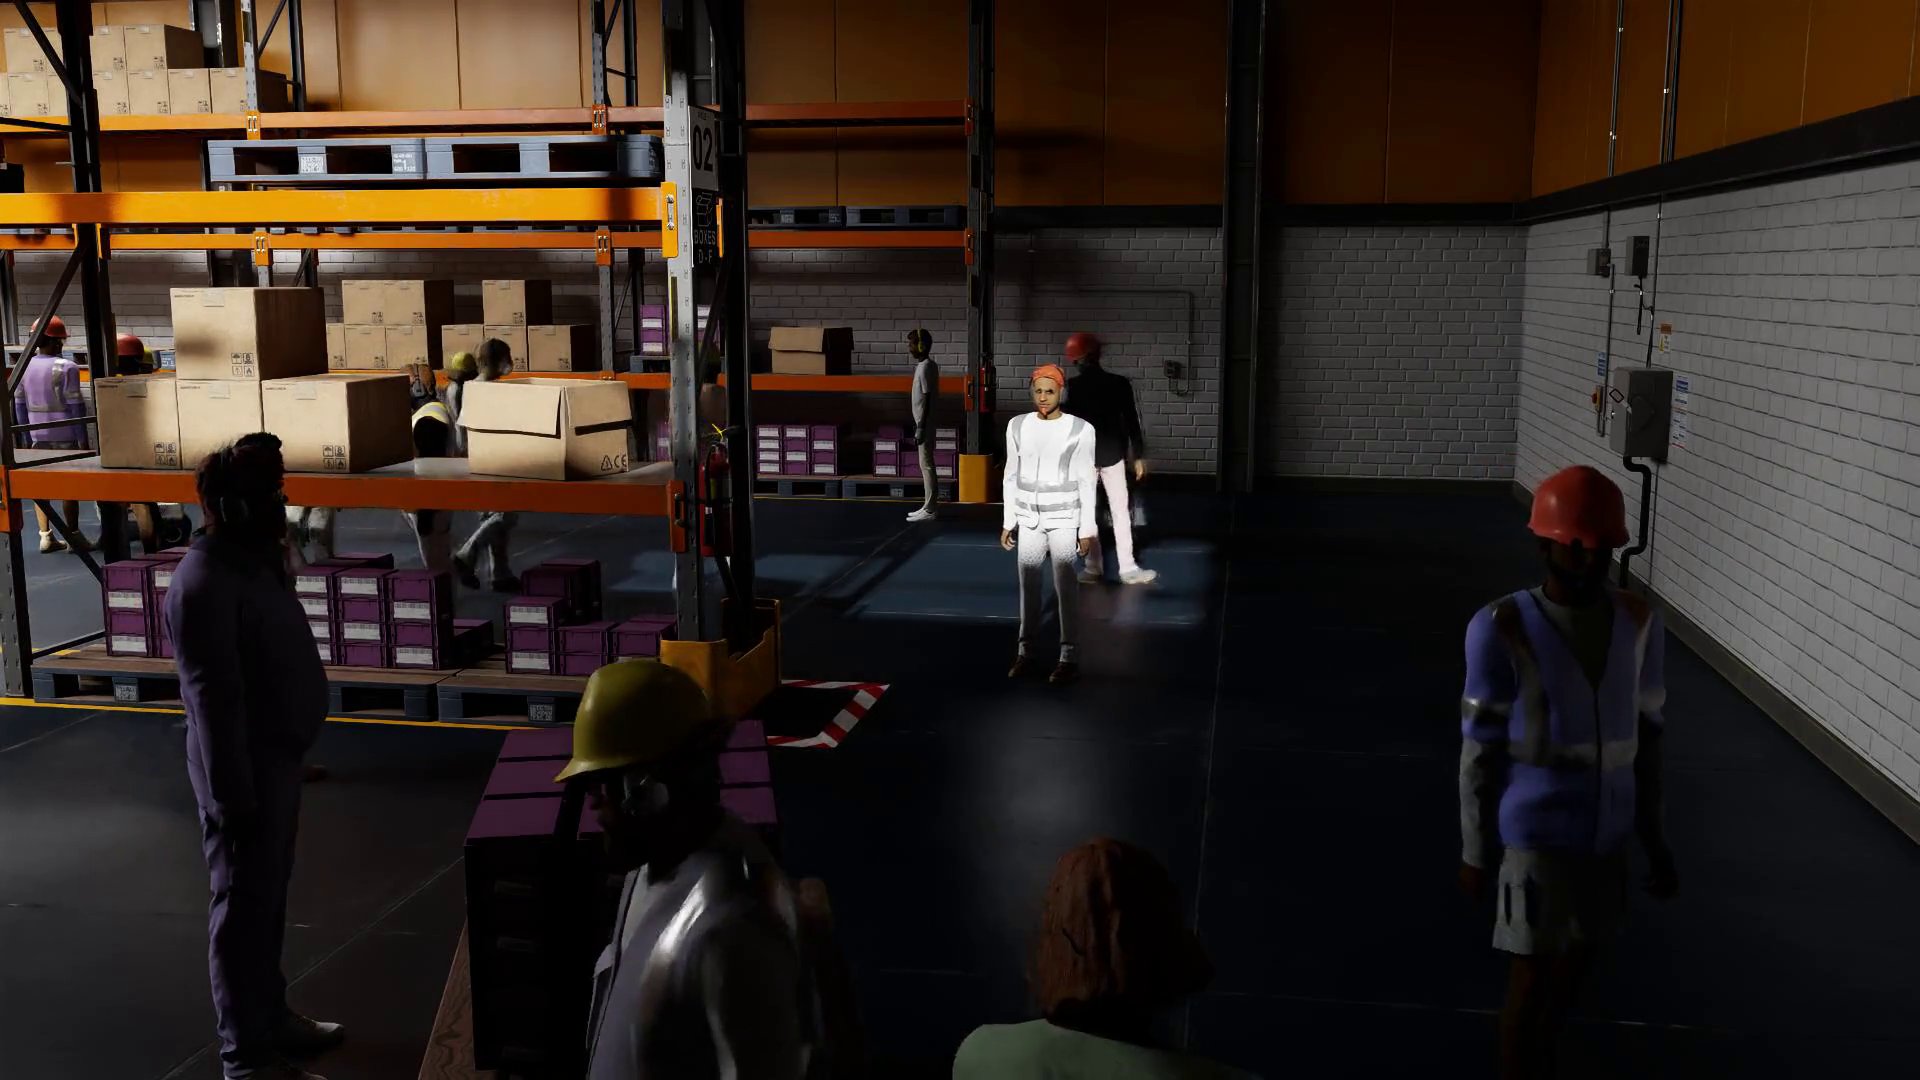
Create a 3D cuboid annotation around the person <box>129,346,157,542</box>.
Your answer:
[{"bbox_3d":[-7.273,-0.845,14.807,0.518,1.756,0.348,4,10,24],"label":"person"}]

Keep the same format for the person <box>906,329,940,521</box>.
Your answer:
[{"bbox_3d":[-0.361,-1.107,16.104,0.329,1.865,0.510,1,9,4],"label":"person"}]

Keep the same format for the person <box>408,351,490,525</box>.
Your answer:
[{"bbox_3d":[-4.631,-0.889,15.237,0.832,1.704,0.476,0,9,2],"label":"person"}]

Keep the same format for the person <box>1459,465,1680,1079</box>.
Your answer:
[{"bbox_3d":[1.604,0.749,4.432,0.558,1.936,0.537,-2,9,-12],"label":"person"}]

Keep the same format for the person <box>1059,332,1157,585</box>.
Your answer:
[{"bbox_3d":[1.129,-0.618,12.833,0.793,1.956,0.363,-1,9,-8],"label":"person"}]

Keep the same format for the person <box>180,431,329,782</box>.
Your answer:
[{"bbox_3d":[-3.320,0.328,7.752,0.563,1.674,0.538,-3,10,-20],"label":"person"}]

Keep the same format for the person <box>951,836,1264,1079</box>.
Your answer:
[{"bbox_3d":[0.283,1.217,2.446,0.535,1.603,0.696,6,11,32],"label":"person"}]

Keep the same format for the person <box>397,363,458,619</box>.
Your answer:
[{"bbox_3d":[-3.420,-0.215,10.665,0.429,1.836,0.620,-3,10,-20],"label":"person"}]

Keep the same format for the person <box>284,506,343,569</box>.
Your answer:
[{"bbox_3d":[-4.547,-0.349,11.569,0.606,1.815,0.496,-9,13,-43],"label":"person"}]

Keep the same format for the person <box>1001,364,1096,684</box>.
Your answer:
[{"bbox_3d":[0.522,-0.097,9.797,0.579,1.879,0.347,5,10,28],"label":"person"}]

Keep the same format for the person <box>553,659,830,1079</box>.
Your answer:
[{"bbox_3d":[-0.471,1.085,2.802,0.848,1.770,0.614,-3,10,-17],"label":"person"}]

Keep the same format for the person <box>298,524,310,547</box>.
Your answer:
[{"bbox_3d":[-5.869,-0.901,14.589,0.360,1.939,0.543,3,10,17],"label":"person"}]

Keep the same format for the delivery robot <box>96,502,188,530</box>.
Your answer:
[{"bbox_3d":[-7.148,-0.250,14.542,0.707,0.478,0.477,-4,10,-22],"label":"delivery robot"}]

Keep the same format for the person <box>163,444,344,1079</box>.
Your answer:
[{"bbox_3d":[-2.065,0.673,4.912,0.408,1.913,0.644,-2,9,-13],"label":"person"}]

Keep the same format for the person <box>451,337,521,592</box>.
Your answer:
[{"bbox_3d":[-3.513,-0.542,12.407,0.506,1.926,0.647,-2,9,-11],"label":"person"}]

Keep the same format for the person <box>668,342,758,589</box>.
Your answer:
[{"bbox_3d":[-1.918,-0.583,12.819,0.609,1.876,1.005,6,11,34],"label":"person"}]

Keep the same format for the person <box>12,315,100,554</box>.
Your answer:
[{"bbox_3d":[-7.727,-0.895,14.230,0.614,2.042,0.373,1,9,9],"label":"person"}]

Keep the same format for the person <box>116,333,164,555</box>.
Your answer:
[{"bbox_3d":[-6.423,-0.637,12.954,0.354,1.939,0.545,-2,9,-11],"label":"person"}]
